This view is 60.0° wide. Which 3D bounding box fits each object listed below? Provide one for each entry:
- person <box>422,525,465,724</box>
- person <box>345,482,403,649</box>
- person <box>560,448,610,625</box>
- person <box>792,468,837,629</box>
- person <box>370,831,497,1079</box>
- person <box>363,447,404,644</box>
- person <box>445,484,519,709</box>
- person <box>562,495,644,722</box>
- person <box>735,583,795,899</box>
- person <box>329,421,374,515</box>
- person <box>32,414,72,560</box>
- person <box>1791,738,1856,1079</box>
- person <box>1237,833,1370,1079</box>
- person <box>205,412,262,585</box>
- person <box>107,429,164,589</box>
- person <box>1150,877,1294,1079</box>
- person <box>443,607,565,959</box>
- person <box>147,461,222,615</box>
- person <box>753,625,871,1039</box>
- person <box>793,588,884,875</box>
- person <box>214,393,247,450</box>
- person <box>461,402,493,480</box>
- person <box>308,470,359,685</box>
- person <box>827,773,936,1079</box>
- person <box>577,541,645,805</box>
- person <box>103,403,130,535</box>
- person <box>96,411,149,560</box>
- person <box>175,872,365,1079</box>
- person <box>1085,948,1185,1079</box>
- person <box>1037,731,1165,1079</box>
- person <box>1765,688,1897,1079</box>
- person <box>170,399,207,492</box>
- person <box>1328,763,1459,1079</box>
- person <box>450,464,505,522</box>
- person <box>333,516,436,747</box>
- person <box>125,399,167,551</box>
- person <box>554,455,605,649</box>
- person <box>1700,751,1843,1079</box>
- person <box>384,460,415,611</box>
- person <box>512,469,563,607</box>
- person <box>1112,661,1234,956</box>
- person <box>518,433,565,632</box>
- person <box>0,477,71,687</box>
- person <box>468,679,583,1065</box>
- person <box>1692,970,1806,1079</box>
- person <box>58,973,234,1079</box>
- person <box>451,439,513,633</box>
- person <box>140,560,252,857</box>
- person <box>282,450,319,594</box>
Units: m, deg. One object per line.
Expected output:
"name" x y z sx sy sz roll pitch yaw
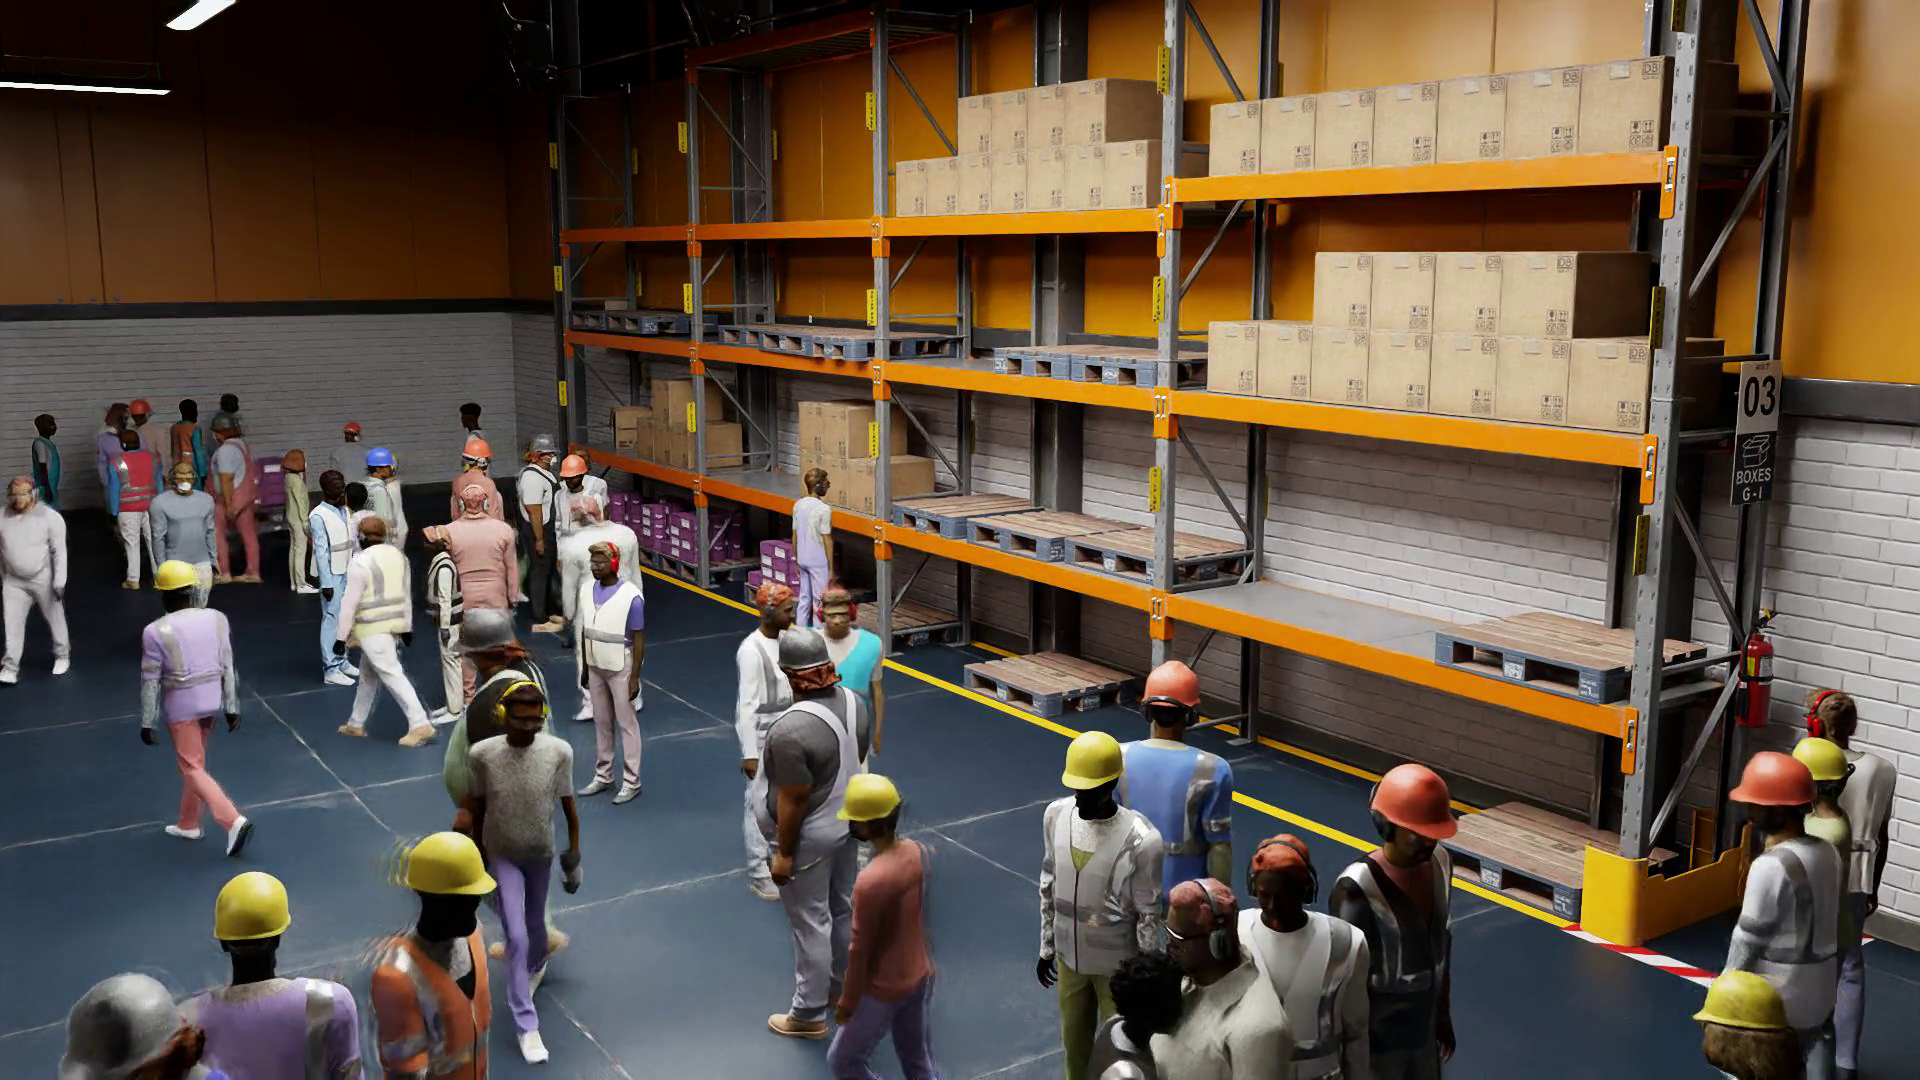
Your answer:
"person" -4.217 0.681 13.625 0.313 1.634 0.514 -4 10 -20
"person" -5.656 0.270 15.956 0.700 1.667 0.537 3 10 15
"person" -3.870 -0.028 17.156 0.507 1.846 0.346 -3 10 -16
"person" -1.353 0.246 15.563 0.518 1.842 0.332 9 13 44
"person" -1.728 1.905 5.605 0.409 1.912 0.615 3 10 17
"person" -5.695 0.057 16.353 0.404 1.946 0.610 -6 12 -33
"person" -4.031 0.481 13.978 0.642 1.913 0.409 -3 10 -15
"person" -2.906 0.555 13.672 0.720 1.880 0.477 -7 12 -34
"person" -1.166 1.188 9.926 0.365 1.882 0.647 3 10 18
"person" -7.666 -0.632 21.055 0.614 1.727 0.409 -4 11 -25
"person" -11.417 -0.660 20.866 0.339 1.845 0.514 -4 11 -23
"person" 3.672 1.713 7.190 0.340 1.761 0.525 5 11 27
"person" 1.099 1.906 5.712 0.590 1.878 0.360 3 10 15
"person" -8.522 -0.492 19.308 0.749 2.000 0.698 0 10 3
"person" -9.468 -0.357 19.115 0.429 1.838 0.622 8 12 38
"person" 0.769 1.977 5.254 0.400 1.896 0.649 -3 10 -18
"person" -2.419 1.312 8.715 0.537 2.000 0.696 -1 10 -6
"person" -7.146 0.229 15.391 0.372 1.935 0.627 7 12 37
"person" -0.756 1.407 8.159 0.536 2.000 0.676 5 11 27
"person" -0.748 1.190 10.075 0.569 1.823 0.604 0 10 -1
"person" -10.552 -1.201 24.086 0.430 1.852 0.630 -3 10 -16
"person" -6.158 -0.775 21.187 0.368 1.966 0.616 0 10 -1
"person" -5.584 0.326 14.865 0.392 1.920 0.593 0 10 1
"person" -0.288 1.793 6.766 0.452 1.744 0.544 4 10 21
"person" -2.428 0.911 11.640 0.564 1.846 0.390 6 11 32
"person" -11.471 -0.967 22.717 0.503 1.819 0.593 -5 11 -28
"person" -10.486 -0.684 20.897 0.634 1.884 0.745 0 10 -1
"person" -2.153 1.969 5.191 0.586 1.928 0.369 -4 10 -22
"person" 0.524 2.083 5.254 0.432 1.678 0.536 0 10 0
"person" 0.553 1.702 6.797 0.585 1.918 0.393 9 13 41
"person" 3.973 1.600 7.633 0.562 1.838 0.387 0 10 -3
"person" -10.249 -0.915 22.147 0.596 1.918 0.380 6 11 31
"person" 1.594 1.779 6.033 0.614 2.032 0.408 -8 12 -39
"person" -4.889 0.056 16.901 0.529 1.765 0.326 -3 10 -19
"person" -4.523 0.715 13.030 0.951 1.795 0.686 2 10 14
"person" -10.579 -0.843 21.551 0.636 1.975 0.501 0 10 -1
"person" -3.670 0.133 16.011 0.554 1.924 0.412 5 11 27
"person" 3.156 1.763 6.459 0.562 1.927 0.442 -9 13 -44
"person" -6.025 -0.066 17.647 0.398 1.740 0.556 -2 10 -14
"person" -4.584 -0.177 18.157 1.005 1.800 0.534 4 11 23
"person" 0.918 1.542 7.401 0.609 2.035 0.416 4 10 23
"person" -4.204 -0.088 16.936 0.535 2.000 0.681 -1 10 -6
"person" -8.302 0.366 14.838 0.653 1.850 1.000 -1 10 -6
"person" -2.122 1.529 8.136 0.527 1.816 0.933 -3 10 -16
"person" 2.288 2.115 4.920 0.495 1.712 0.512 4 10 22
"person" -2.160 2.059 4.330 0.700 2.000 0.930 3 10 16
"person" -4.788 -0.011 16.615 0.608 1.996 0.379 6 11 32
"person" -4.869 1.066 10.619 0.885 1.895 0.597 5 11 28
"person" -7.487 -0.210 18.847 0.284 1.633 0.500 -7 12 -35
